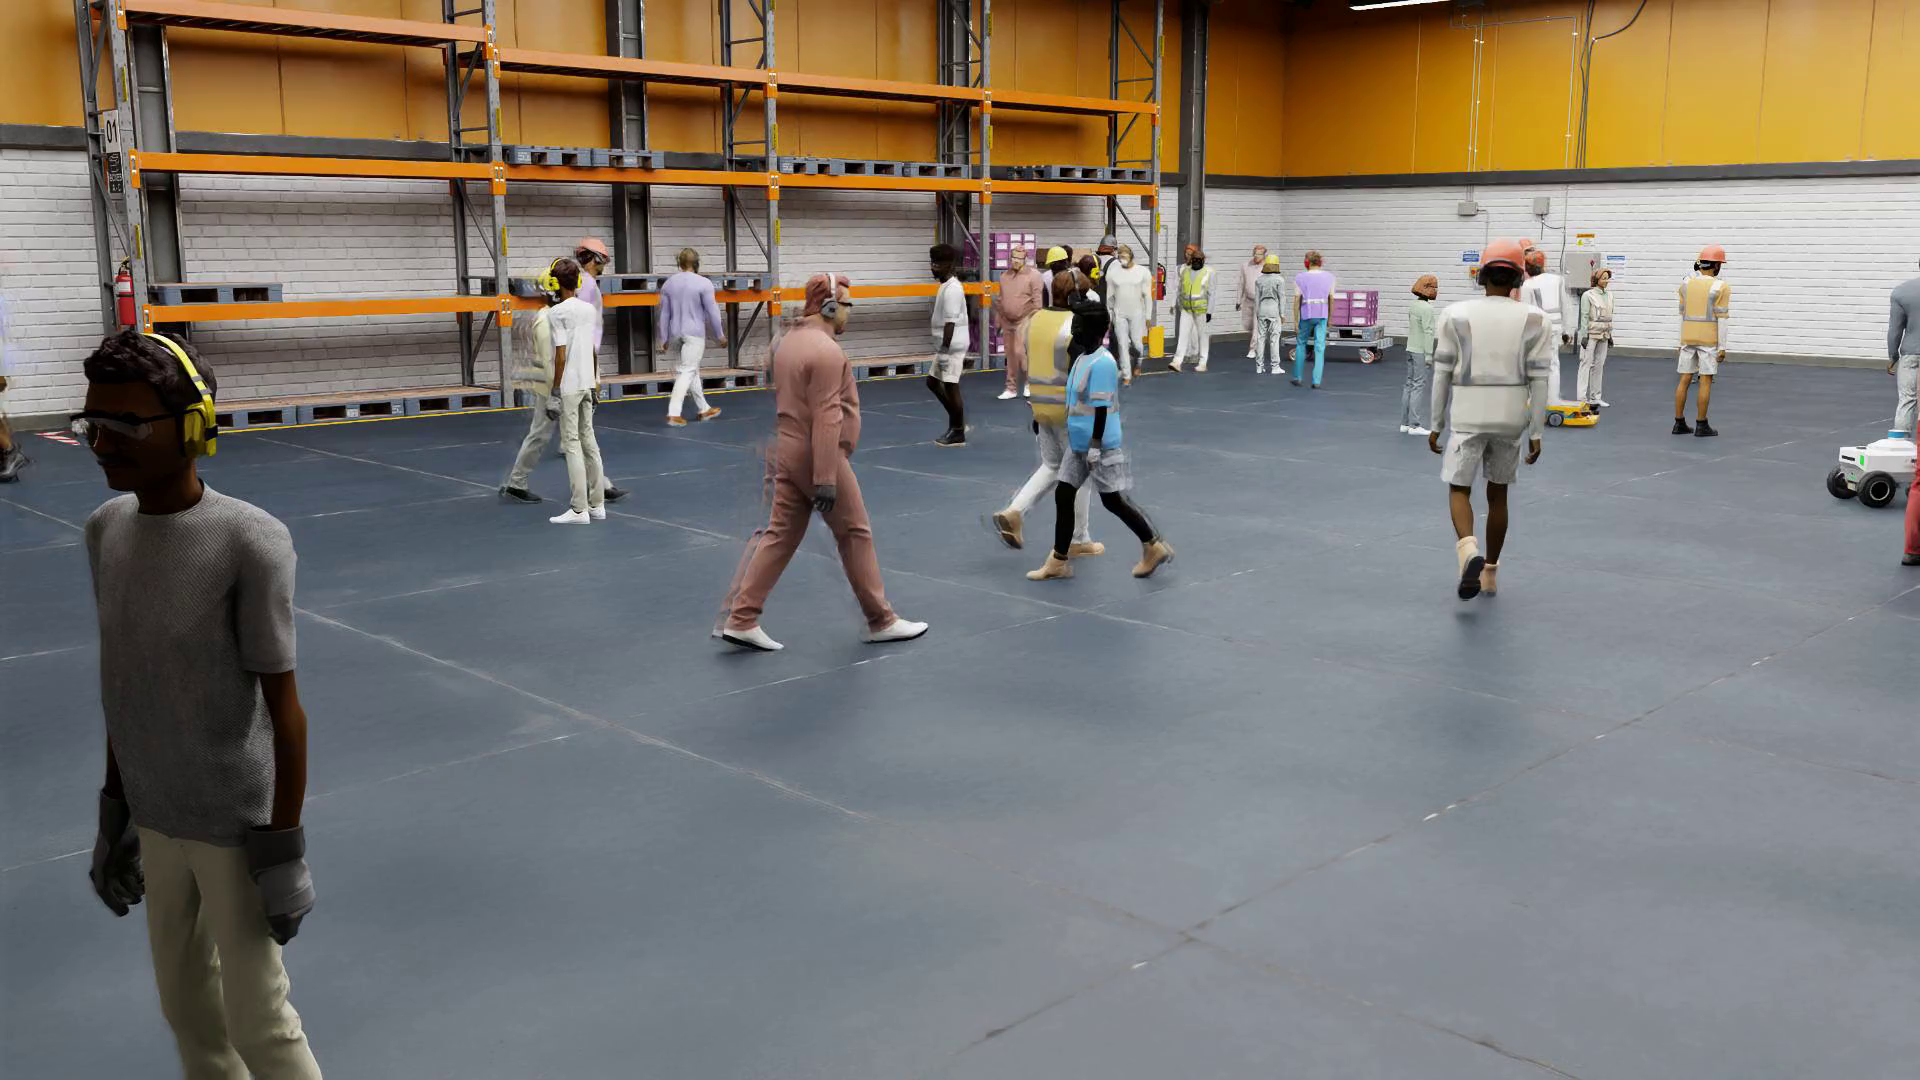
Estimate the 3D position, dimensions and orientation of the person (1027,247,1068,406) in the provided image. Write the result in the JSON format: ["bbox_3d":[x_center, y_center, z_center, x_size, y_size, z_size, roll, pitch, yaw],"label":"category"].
[{"bbox_3d":[1.154,-2.472,19.453,0.872,1.876,0.615,-6,12,-31],"label":"person"}]

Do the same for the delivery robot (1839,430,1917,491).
[{"bbox_3d":[7.048,-0.589,12.553,0.707,0.478,0.477,0,10,-2],"label":"delivery robot"}]

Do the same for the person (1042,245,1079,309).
[{"bbox_3d":[1.403,-2.959,22.099,0.617,1.878,0.938,2,11,13],"label":"person"}]

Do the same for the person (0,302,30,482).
[{"bbox_3d":[-7.916,-1.402,13.485,0.427,1.926,0.565,-9,14,-41],"label":"person"}]

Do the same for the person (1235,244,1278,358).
[{"bbox_3d":[4.952,-3.969,27.654,0.694,1.873,0.767,7,13,34],"label":"person"}]

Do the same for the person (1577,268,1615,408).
[{"bbox_3d":[7.495,-2.377,19.601,0.515,1.641,0.309,-6,12,-30],"label":"person"}]

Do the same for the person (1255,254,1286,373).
[{"bbox_3d":[4.569,-3.323,24.480,0.486,1.742,0.300,8,13,36],"label":"person"}]

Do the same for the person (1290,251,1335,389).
[{"bbox_3d":[4.684,-2.935,22.208,0.573,1.804,0.894,0,10,-2],"label":"person"}]

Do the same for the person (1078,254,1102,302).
[{"bbox_3d":[1.127,-1.674,15.188,0.446,1.850,0.551,-5,12,-27],"label":"person"}]

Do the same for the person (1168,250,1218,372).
[{"bbox_3d":[3.442,-3.370,24.576,0.639,1.798,0.911,7,12,32],"label":"person"}]

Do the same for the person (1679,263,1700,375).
[{"bbox_3d":[10.656,-3.215,24.038,0.530,1.689,0.321,-4,11,-21],"label":"person"}]

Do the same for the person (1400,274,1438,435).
[{"bbox_3d":[4.693,-1.883,16.940,0.267,1.628,0.499,-1,10,-6],"label":"person"}]

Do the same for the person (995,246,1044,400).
[{"bbox_3d":[0.696,-2.653,20.407,0.709,1.893,0.425,9,14,40],"label":"person"}]

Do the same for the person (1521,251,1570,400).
[{"bbox_3d":[6.600,-2.315,18.717,0.727,1.857,0.339,-4,11,-19],"label":"person"}]

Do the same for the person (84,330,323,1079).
[{"bbox_3d":[-1.418,0.543,3.103,0.519,1.857,0.317,6,12,28],"label":"person"}]

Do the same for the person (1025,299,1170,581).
[{"bbox_3d":[0.837,-0.570,9.708,0.822,1.668,0.535,-3,11,-15],"label":"person"}]

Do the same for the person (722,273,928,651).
[{"bbox_3d":[-0.709,-0.368,8.109,1.033,1.852,0.649,-5,12,-27],"label":"person"}]

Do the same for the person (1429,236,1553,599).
[{"bbox_3d":[2.909,-0.646,9.127,0.616,2.021,0.735,2,11,10],"label":"person"}]

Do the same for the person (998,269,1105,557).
[{"bbox_3d":[0.601,-0.772,10.354,0.632,1.817,0.631,-7,13,-34],"label":"person"}]

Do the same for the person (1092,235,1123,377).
[{"bbox_3d":[2.126,-3.358,23.858,0.673,2.000,0.535,5,12,26],"label":"person"}]

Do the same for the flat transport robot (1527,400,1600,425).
[{"bbox_3d":[6.145,-1.399,18.005,1.431,0.197,0.652,5,11,24],"label":"flat transport robot"}]

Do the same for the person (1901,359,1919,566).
[{"bbox_3d":[5.956,-0.680,10.002,0.317,1.769,0.523,-1,10,-3],"label":"person"}]

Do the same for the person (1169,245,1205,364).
[{"bbox_3d":[3.587,-3.696,26.175,0.576,1.866,0.526,7,13,35],"label":"person"}]

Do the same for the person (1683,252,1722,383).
[{"bbox_3d":[10.188,-3.067,22.826,0.594,1.837,0.404,-3,11,-14],"label":"person"}]

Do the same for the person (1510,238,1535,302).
[{"bbox_3d":[8.580,-3.602,25.376,0.616,1.979,0.422,-7,13,-34],"label":"person"}]

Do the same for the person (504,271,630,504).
[{"bbox_3d":[-3.020,-1.143,12.476,0.942,1.791,0.615,1,10,4],"label":"person"}]

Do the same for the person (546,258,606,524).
[{"bbox_3d":[-2.725,-1.039,11.692,0.314,1.864,0.533,4,11,21],"label":"person"}]

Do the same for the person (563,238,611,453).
[{"bbox_3d":[-3.448,-1.783,15.388,0.534,1.994,0.641,-3,11,-17],"label":"person"}]

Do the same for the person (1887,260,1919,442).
[{"bbox_3d":[8.386,-1.580,14.439,0.627,1.941,0.370,7,12,33],"label":"person"}]

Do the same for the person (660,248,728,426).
[{"bbox_3d":[-2.889,-2.169,17.807,0.636,1.893,1.007,7,12,32],"label":"person"}]

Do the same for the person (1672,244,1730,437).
[{"bbox_3d":[7.503,-2.007,16.793,0.382,1.933,0.542,-7,12,-33],"label":"person"}]

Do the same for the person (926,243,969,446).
[{"bbox_3d":[-0.115,-1.842,15.848,0.433,1.942,0.650,-1,10,-3],"label":"person"}]

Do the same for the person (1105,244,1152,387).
[{"bbox_3d":[2.283,-3.037,22.482,0.638,1.904,0.728,3,11,14],"label":"person"}]
